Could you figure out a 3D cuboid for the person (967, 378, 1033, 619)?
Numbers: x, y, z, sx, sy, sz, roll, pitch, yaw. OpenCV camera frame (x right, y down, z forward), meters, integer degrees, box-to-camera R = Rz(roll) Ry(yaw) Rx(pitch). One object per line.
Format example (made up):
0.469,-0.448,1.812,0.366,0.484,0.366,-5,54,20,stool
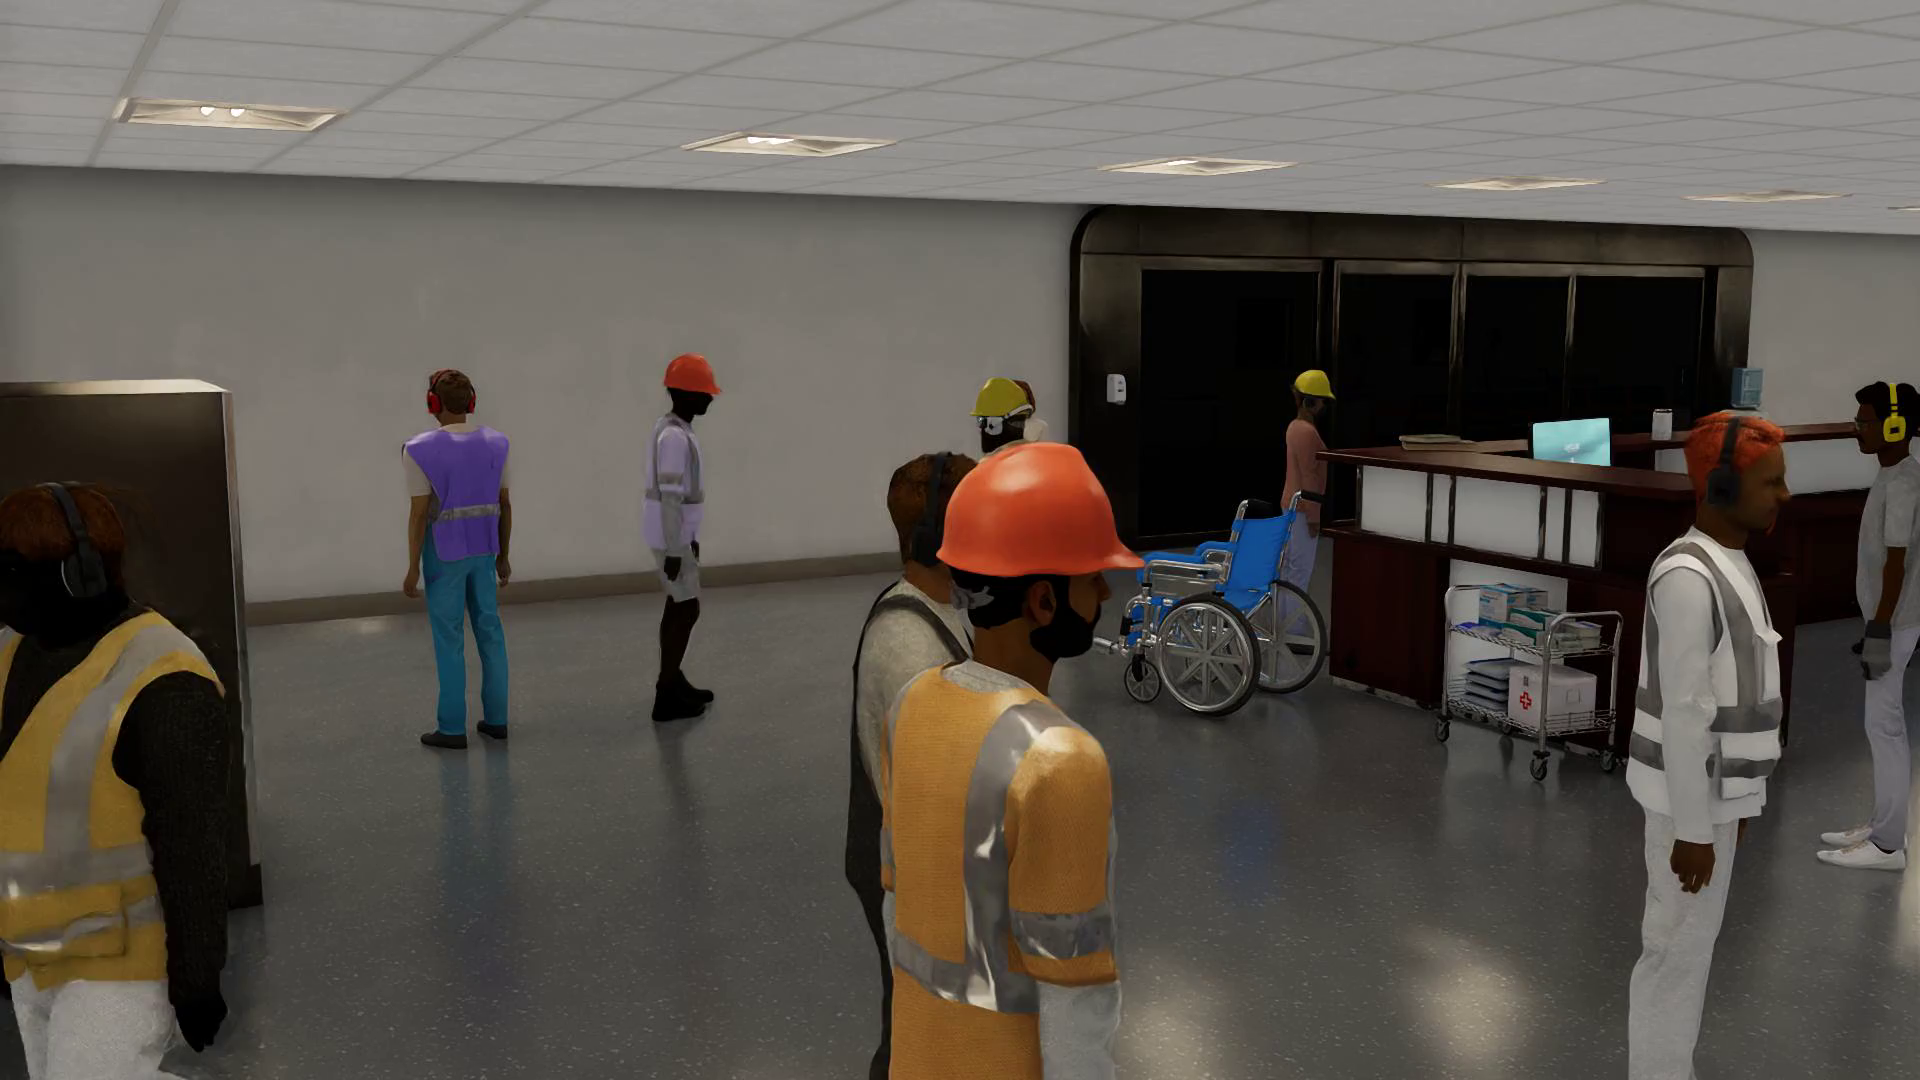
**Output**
0.213,0.174,7.614,0.403,1.824,0.597,5,9,32,person

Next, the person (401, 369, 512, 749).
-2.427,0.095,8.096,0.374,1.843,0.573,7,10,40,person

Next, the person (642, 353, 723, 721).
-1.453,-0.025,8.743,0.432,1.917,0.605,-2,8,-12,person

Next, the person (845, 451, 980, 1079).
-0.070,0.729,3.529,0.356,1.844,0.519,0,8,0,person

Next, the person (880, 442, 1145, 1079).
0.085,0.822,2.499,0.377,1.938,0.547,-4,9,-27,person

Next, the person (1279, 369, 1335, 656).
2.154,-0.173,10.335,0.313,1.767,0.523,0,8,1,person

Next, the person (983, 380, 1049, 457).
0.410,-0.348,12.108,0.504,1.627,0.285,-1,8,-10,person

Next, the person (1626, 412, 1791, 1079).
1.823,0.636,4.061,0.356,1.879,0.573,5,9,30,person

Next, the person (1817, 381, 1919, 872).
3.528,0.329,6.355,0.326,1.862,0.508,5,9,30,person

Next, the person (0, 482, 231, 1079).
-1.642,0.773,3.318,0.619,1.815,0.751,6,10,35,person
